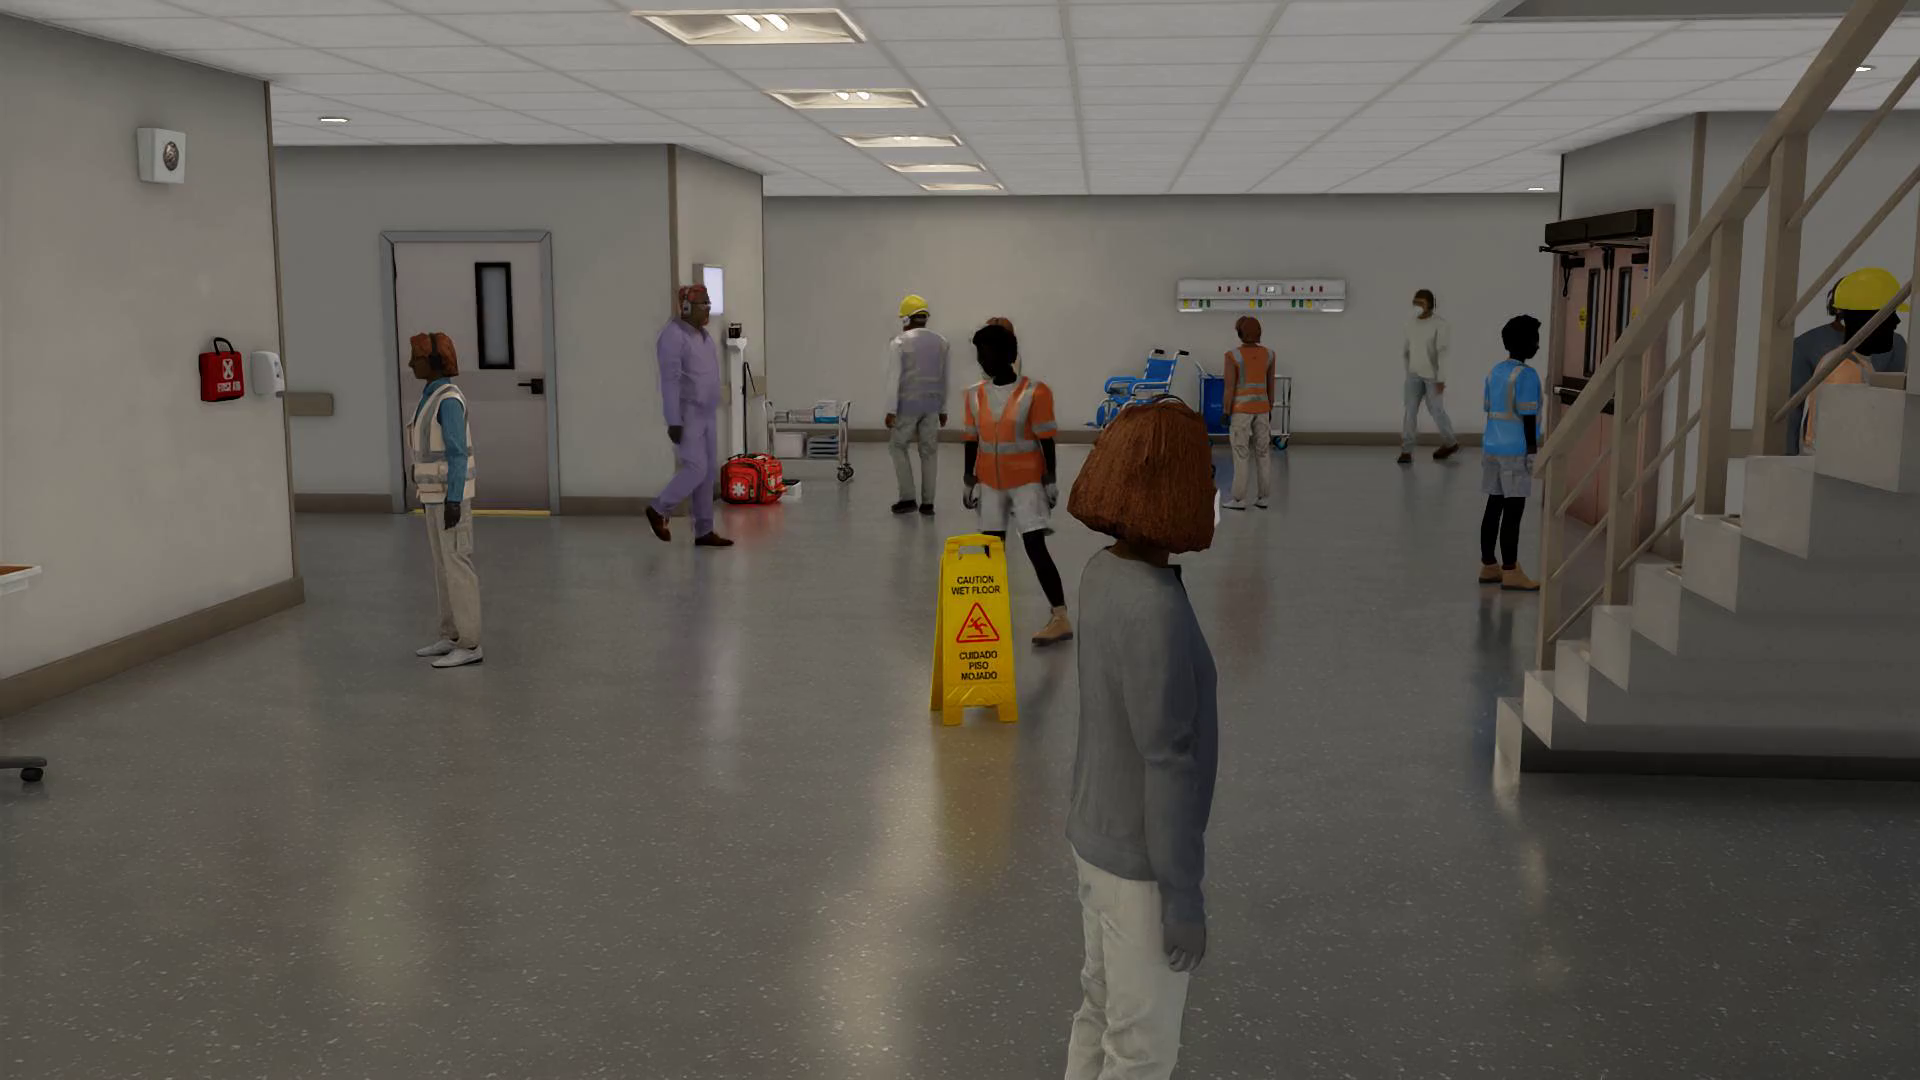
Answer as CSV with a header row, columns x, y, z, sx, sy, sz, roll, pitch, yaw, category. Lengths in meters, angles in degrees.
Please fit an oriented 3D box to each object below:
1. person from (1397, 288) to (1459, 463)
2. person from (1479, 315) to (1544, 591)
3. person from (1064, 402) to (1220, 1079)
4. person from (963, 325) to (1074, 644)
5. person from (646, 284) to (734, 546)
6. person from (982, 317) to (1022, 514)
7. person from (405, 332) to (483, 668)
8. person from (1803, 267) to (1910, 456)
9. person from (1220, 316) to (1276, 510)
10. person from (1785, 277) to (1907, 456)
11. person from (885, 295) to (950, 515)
x,y,z,sx,sy,sz,roll,pitch,yaw,category
5.126,-1.791,18.158,0.905,1.904,0.628,-7,11,-41,person
3.419,-0.541,10.299,0.322,1.697,0.531,-1,8,-9,person
0.331,0.573,2.946,0.285,1.633,0.497,-1,8,-8,person
0.300,-0.294,8.738,0.641,1.664,0.354,5,10,30,person
-1.935,-0.886,11.963,0.514,1.894,0.663,3,9,19,person
0.337,-1.000,13.618,0.305,1.639,0.522,5,10,29,person
-2.534,-0.197,8.163,0.311,1.638,0.523,-5,10,-30,person
3.694,-0.158,6.923,0.367,1.928,0.584,4,9,27,person
2.444,-1.072,14.105,0.512,1.642,0.312,-4,9,-24,person
5.042,-0.539,9.523,0.641,1.928,0.386,2,9,16,person
-0.361,-1.105,13.722,0.633,1.818,0.443,-6,10,-35,person
